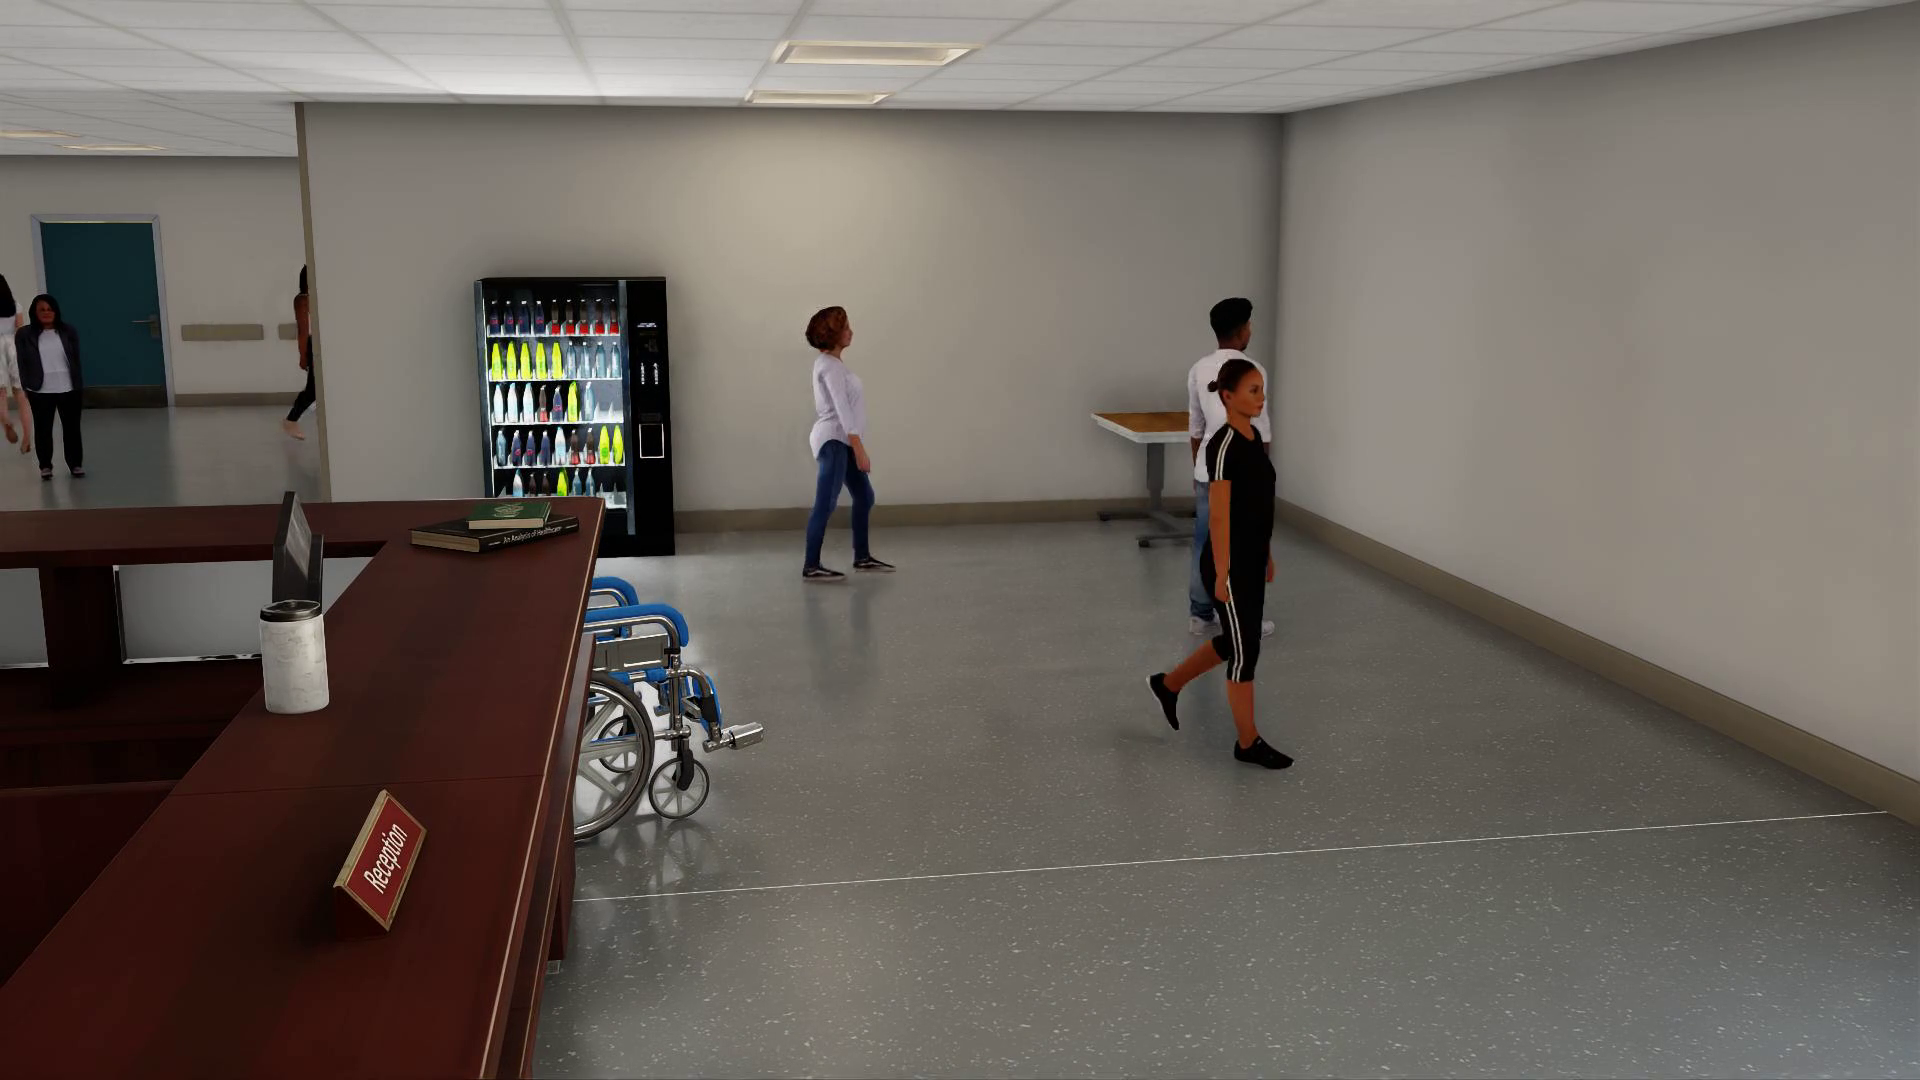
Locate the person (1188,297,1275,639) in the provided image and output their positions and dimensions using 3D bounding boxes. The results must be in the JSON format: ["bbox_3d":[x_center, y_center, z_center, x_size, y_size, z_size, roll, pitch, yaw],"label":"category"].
[{"bbox_3d":[1.429,-0.388,8.900,0.741,1.816,0.772,10,15,44],"label":"person"}]

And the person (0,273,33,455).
[{"bbox_3d":[-8.994,-1.633,15.634,1.076,1.751,0.988,-6,12,-30],"label":"person"}]

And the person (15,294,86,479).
[{"bbox_3d":[-7.900,-1.339,14.504,0.749,1.595,0.836,-9,14,-38],"label":"person"}]

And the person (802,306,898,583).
[{"bbox_3d":[-0.860,-0.572,10.213,0.875,1.689,0.745,1,11,4],"label":"person"}]

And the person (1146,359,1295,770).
[{"bbox_3d":[1.072,0.088,6.816,1.016,1.657,0.914,6,12,29],"label":"person"}]
